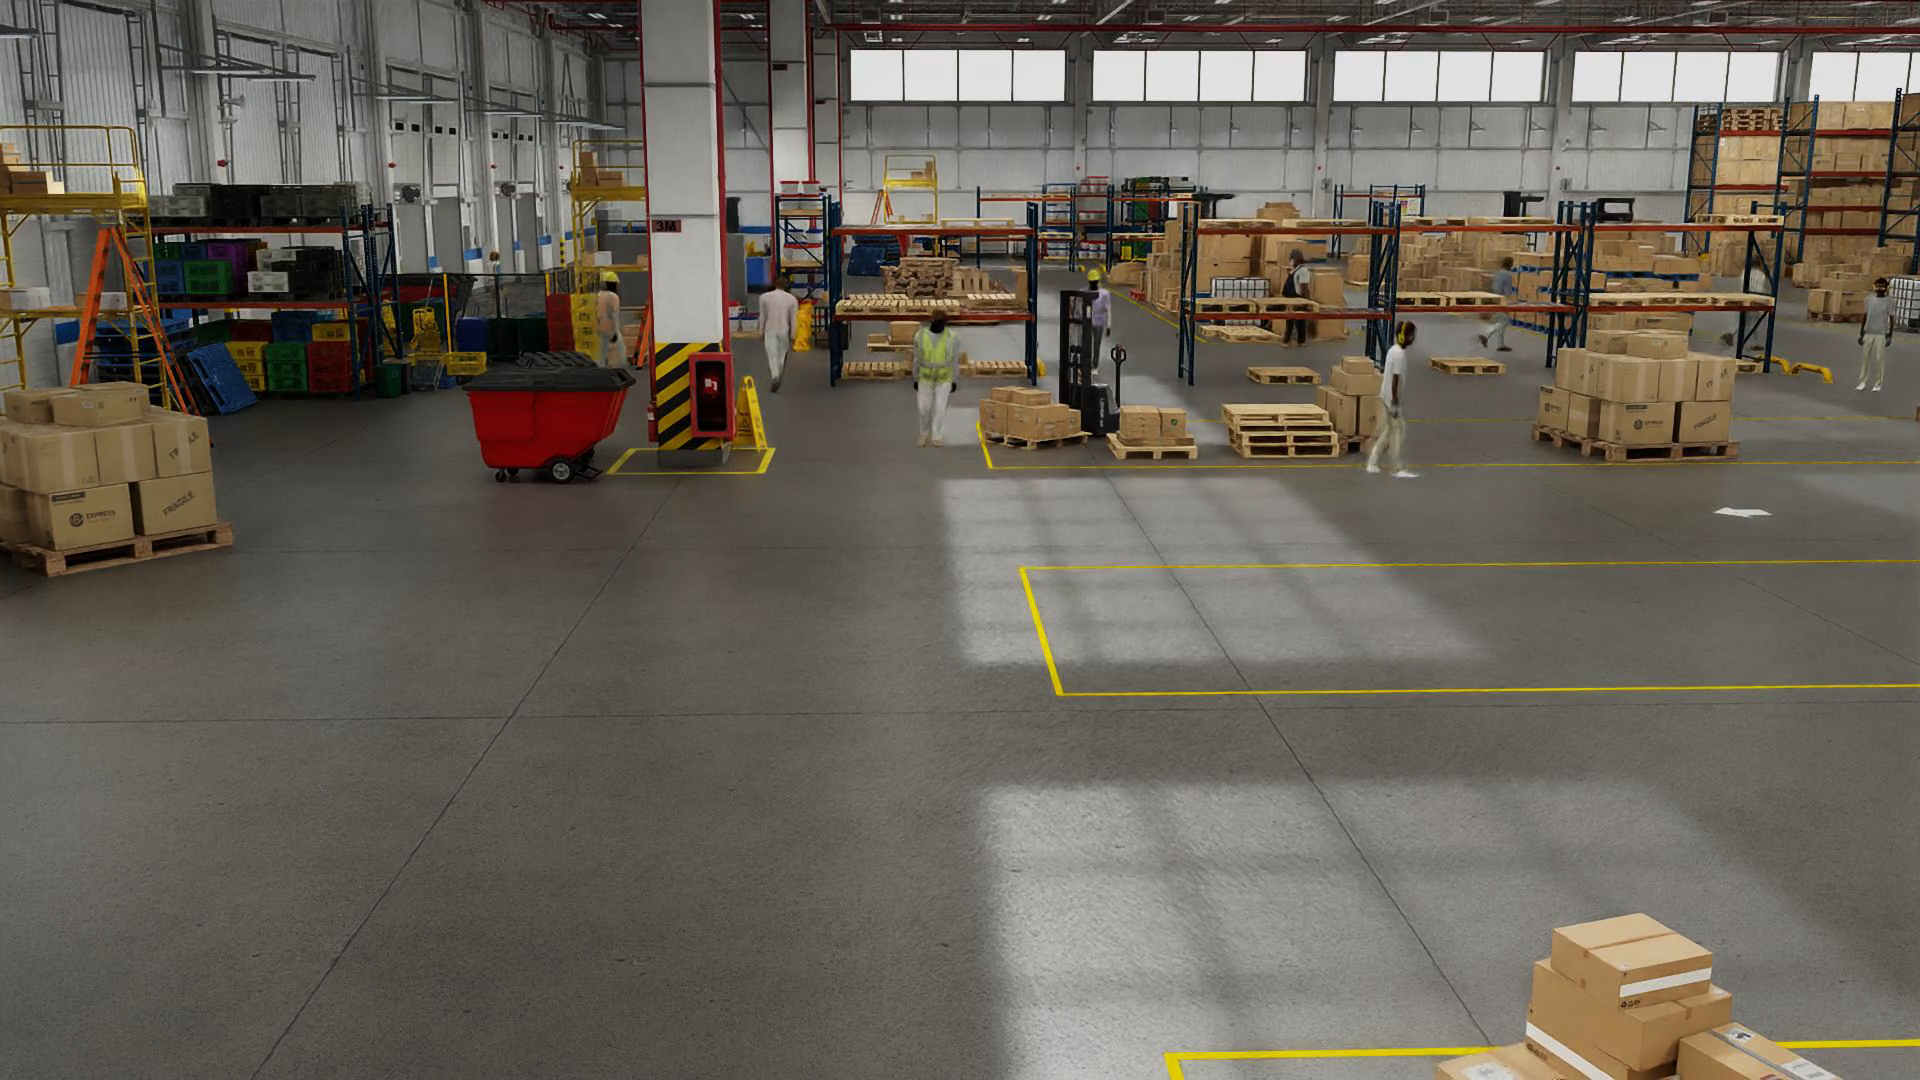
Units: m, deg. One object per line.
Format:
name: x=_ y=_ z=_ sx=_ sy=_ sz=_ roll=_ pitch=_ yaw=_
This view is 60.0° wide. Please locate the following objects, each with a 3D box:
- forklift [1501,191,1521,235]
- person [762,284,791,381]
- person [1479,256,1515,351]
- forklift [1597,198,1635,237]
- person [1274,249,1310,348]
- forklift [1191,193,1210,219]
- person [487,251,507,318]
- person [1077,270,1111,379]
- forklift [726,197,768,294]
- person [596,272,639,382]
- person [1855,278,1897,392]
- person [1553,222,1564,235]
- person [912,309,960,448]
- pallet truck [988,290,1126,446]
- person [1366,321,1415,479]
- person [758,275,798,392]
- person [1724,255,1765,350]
forklift: x=20.793 y=-11.780 z=62.907 sx=1.873 sy=2.768 sz=1.129 roll=0 pitch=12 yaw=-2
person: x=-3.117 y=-3.466 z=28.074 sx=0.546 sy=1.682 sz=0.524 roll=0 pitch=12 yaw=0
person: x=10.722 y=-4.695 z=33.138 sx=0.673 sy=1.917 sz=0.637 roll=-2 pitch=13 yaw=-8
forklift: x=18.434 y=-8.256 z=46.995 sx=1.129 sy=2.768 sz=1.873 roll=8 pitch=15 yaw=33
person: x=6.721 y=-4.920 z=33.847 sx=0.854 sy=2.000 sz=0.711 roll=-1 pitch=13 yaw=-3
forklift: x=8.169 y=-10.438 z=56.847 sx=1.873 sy=2.768 sz=1.129 roll=7 pitch=14 yaw=29
person: x=-11.416 y=-6.266 z=40.860 sx=0.525 sy=1.630 sz=0.324 roll=12 pitch=17 yaw=43
person: x=2.340 y=-3.789 z=29.114 sx=0.602 sy=1.885 sz=0.972 roll=1 pitch=13 yaw=5
forklift: x=-6.625 y=-8.602 z=48.560 sx=1.873 sy=2.768 sz=1.129 roll=0 pitch=12 yaw=-2
person: x=-5.828 y=-3.563 z=28.063 sx=0.606 sy=1.894 sz=0.874 roll=11 pitch=16 yaw=40
person: x=14.987 y=-3.360 z=27.225 sx=0.334 sy=1.860 sz=0.509 roll=-11 pitch=17 yaw=-42
person: x=20.243 y=-9.770 z=56.107 sx=0.562 sy=1.895 sz=1.002 roll=6 pitch=14 yaw=27
person: x=-0.318 y=-2.075 z=21.527 sx=0.632 sy=1.814 sz=0.568 roll=1 pitch=13 yaw=6
pallet truck: x=1.257 y=-2.299 z=22.111 sx=1.885 sy=1.965 sz=0.823 roll=-9 pitch=15 yaw=-35
person: x=5.080 y=-1.647 z=19.523 sx=0.556 sy=1.853 sz=0.561 roll=3 pitch=13 yaw=13
person: x=-2.961 y=-3.369 z=27.190 sx=0.669 sy=1.898 sz=0.872 roll=-3 pitch=13 yaw=-12
person: x=15.844 y=-4.755 z=33.377 sx=0.684 sy=1.921 sz=0.639 roll=-2 pitch=13 yaw=-8
